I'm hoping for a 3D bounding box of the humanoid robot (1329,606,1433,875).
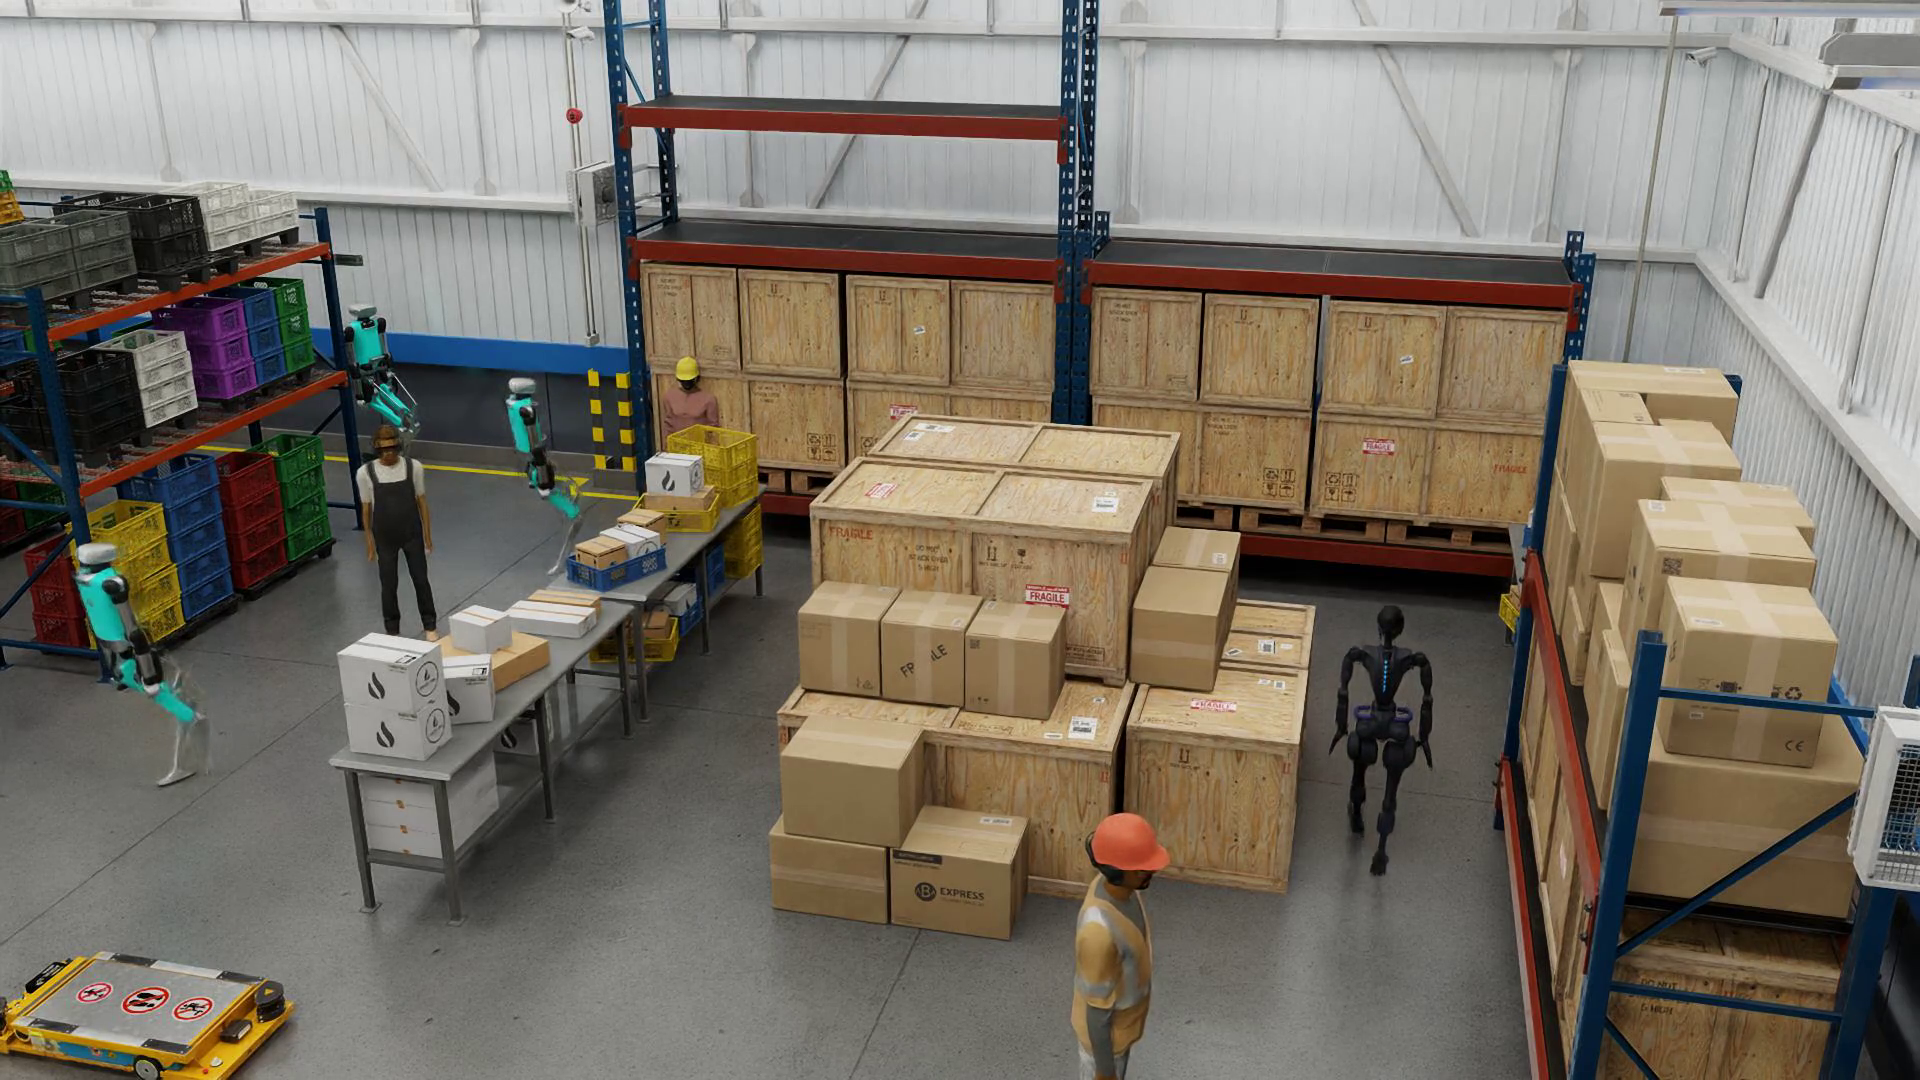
[{"bbox_3d":[2.569,1.148,10.094,0.613,1.631,0.696,5,22,14],"label":"humanoid robot"}]

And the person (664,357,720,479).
[{"bbox_3d":[-2.425,-0.808,15.076,0.523,1.761,0.336,4,21,10],"label":"person"}]

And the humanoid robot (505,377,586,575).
[{"bbox_3d":[-3.512,-0.585,14.519,0.772,1.781,0.530,-11,24,-27],"label":"humanoid robot"}]

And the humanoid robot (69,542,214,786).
[{"bbox_3d":[-5.283,0.831,10.928,0.585,1.855,0.727,14,25,32],"label":"humanoid robot"}]

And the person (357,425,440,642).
[{"bbox_3d":[-4.356,-0.020,12.913,0.500,1.836,0.340,-9,23,-23],"label":"person"}]

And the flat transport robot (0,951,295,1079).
[{"bbox_3d":[-4.270,2.464,8.601,1.431,0.231,0.659,5,22,13],"label":"flat transport robot"}]

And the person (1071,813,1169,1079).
[{"bbox_3d":[0.672,2.075,7.135,0.375,2.045,0.604,5,22,13],"label":"person"}]

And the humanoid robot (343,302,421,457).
[{"bbox_3d":[-5.791,-1.547,16.847,0.735,1.677,0.533,11,24,27],"label":"humanoid robot"}]
